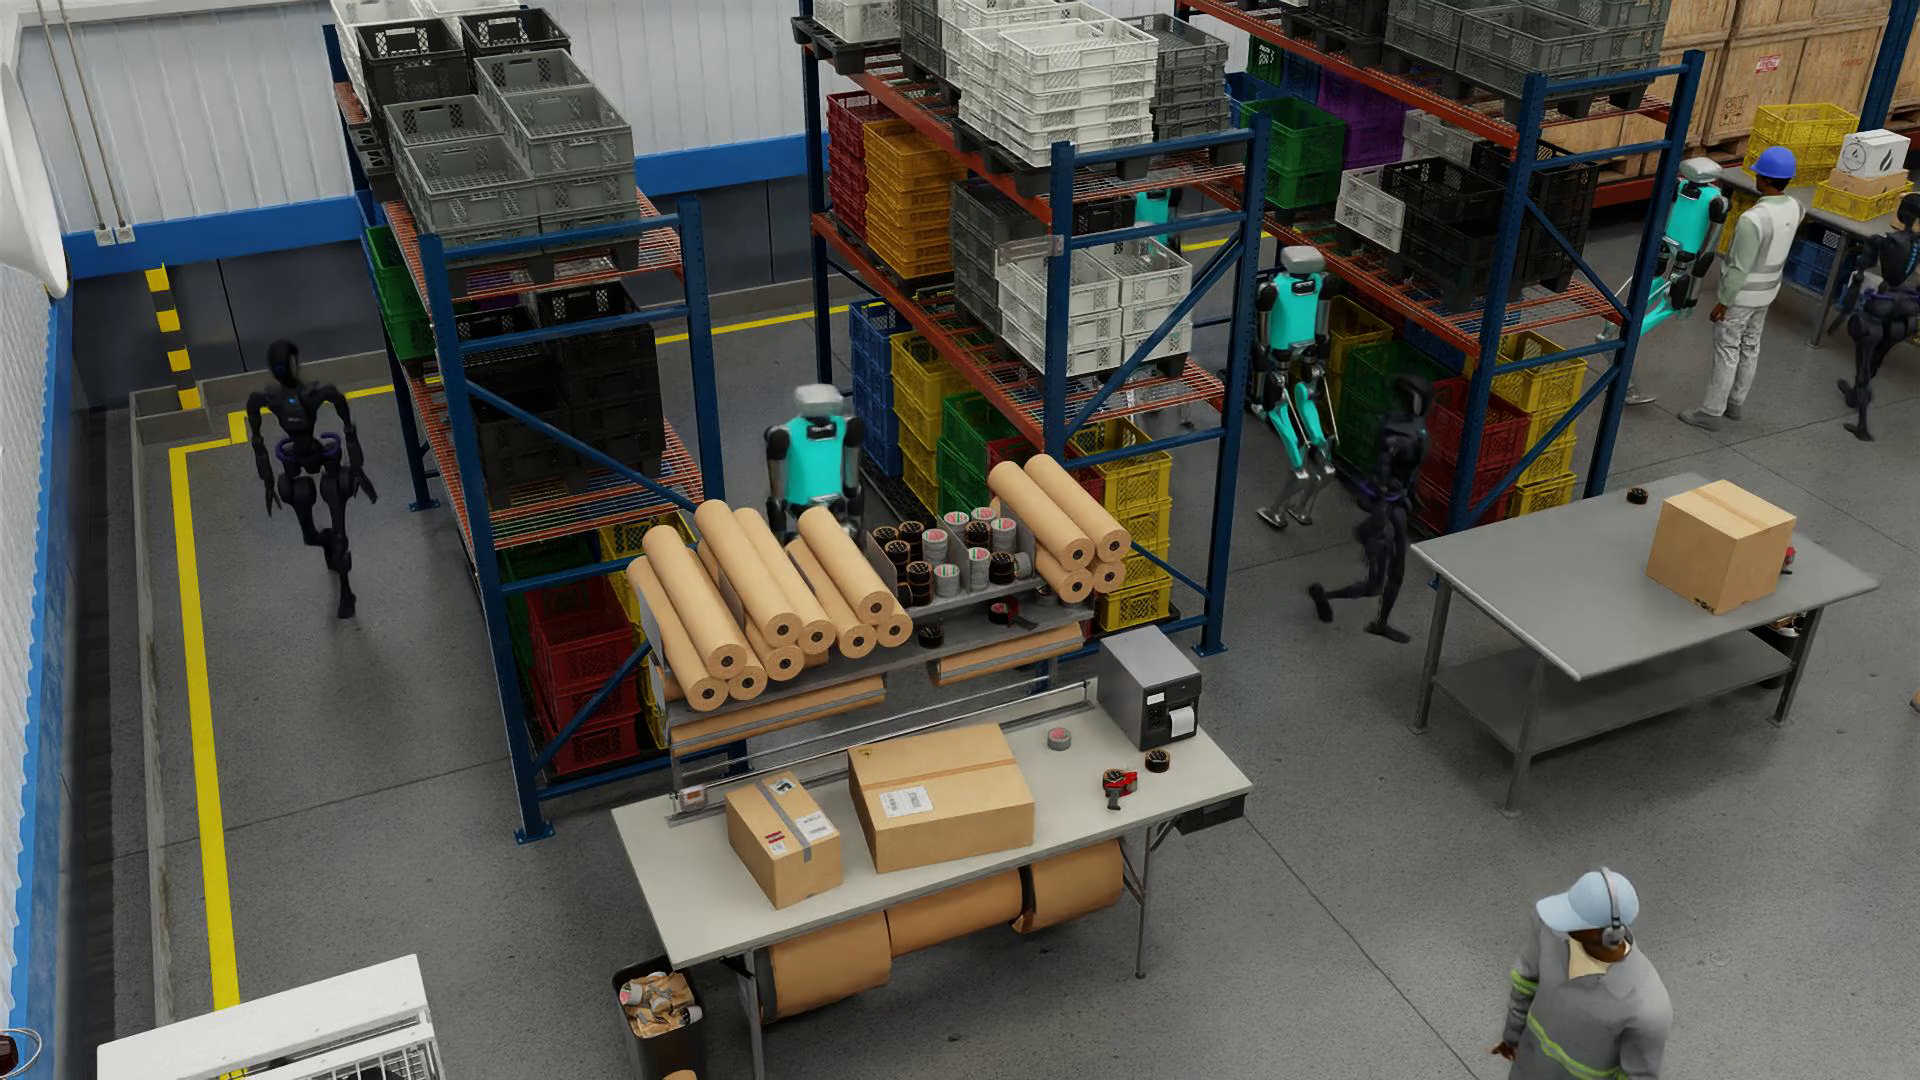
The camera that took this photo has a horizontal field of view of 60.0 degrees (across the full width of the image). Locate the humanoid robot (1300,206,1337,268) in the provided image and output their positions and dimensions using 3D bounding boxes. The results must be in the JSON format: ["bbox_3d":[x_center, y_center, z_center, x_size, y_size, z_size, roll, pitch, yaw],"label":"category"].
[{"bbox_3d":[2.708,-2.491,12.697,0.733,1.625,0.613,-4,32,-6],"label":"humanoid robot"}]

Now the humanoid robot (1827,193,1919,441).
[{"bbox_3d":[6.167,-1.542,11.161,0.589,1.627,0.725,-2,32,-3],"label":"humanoid robot"}]

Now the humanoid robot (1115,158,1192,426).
[{"bbox_3d":[1.389,-1.576,11.236,0.545,1.900,0.750,-20,37,-29],"label":"humanoid robot"}]

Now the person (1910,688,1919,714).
[{"bbox_3d":[5.220,0.039,8.214,0.606,2.048,0.365,-12,33,-18],"label":"person"}]

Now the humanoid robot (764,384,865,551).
[{"bbox_3d":[-0.641,0.100,8.400,0.578,1.736,1.000,-17,35,-25],"label":"humanoid robot"}]

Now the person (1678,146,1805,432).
[{"bbox_3d":[5.225,-1.656,11.059,0.615,1.945,0.390,-21,37,-30],"label":"person"}]

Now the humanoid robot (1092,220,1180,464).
[{"bbox_3d":[1.050,-1.303,10.558,0.533,1.677,0.735,-2,32,-4],"label":"humanoid robot"}]

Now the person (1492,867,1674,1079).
[{"bbox_3d":[1.994,1.799,5.542,0.405,1.848,0.588,-12,34,-19],"label":"person"}]

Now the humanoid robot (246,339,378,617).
[{"bbox_3d":[-3.600,-0.416,9.330,0.601,1.634,0.682,-7,32,-11],"label":"humanoid robot"}]

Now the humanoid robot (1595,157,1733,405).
[{"bbox_3d":[4.671,-1.728,11.279,0.737,1.692,0.530,-10,33,-16],"label":"humanoid robot"}]

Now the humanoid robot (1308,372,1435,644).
[{"bbox_3d":[2.259,-0.194,8.958,0.537,1.641,0.615,19,36,28],"label":"humanoid robot"}]

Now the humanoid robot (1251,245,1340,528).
[{"bbox_3d":[2.054,-0.835,9.873,0.530,1.738,0.697,-13,34,-20],"label":"humanoid robot"}]
